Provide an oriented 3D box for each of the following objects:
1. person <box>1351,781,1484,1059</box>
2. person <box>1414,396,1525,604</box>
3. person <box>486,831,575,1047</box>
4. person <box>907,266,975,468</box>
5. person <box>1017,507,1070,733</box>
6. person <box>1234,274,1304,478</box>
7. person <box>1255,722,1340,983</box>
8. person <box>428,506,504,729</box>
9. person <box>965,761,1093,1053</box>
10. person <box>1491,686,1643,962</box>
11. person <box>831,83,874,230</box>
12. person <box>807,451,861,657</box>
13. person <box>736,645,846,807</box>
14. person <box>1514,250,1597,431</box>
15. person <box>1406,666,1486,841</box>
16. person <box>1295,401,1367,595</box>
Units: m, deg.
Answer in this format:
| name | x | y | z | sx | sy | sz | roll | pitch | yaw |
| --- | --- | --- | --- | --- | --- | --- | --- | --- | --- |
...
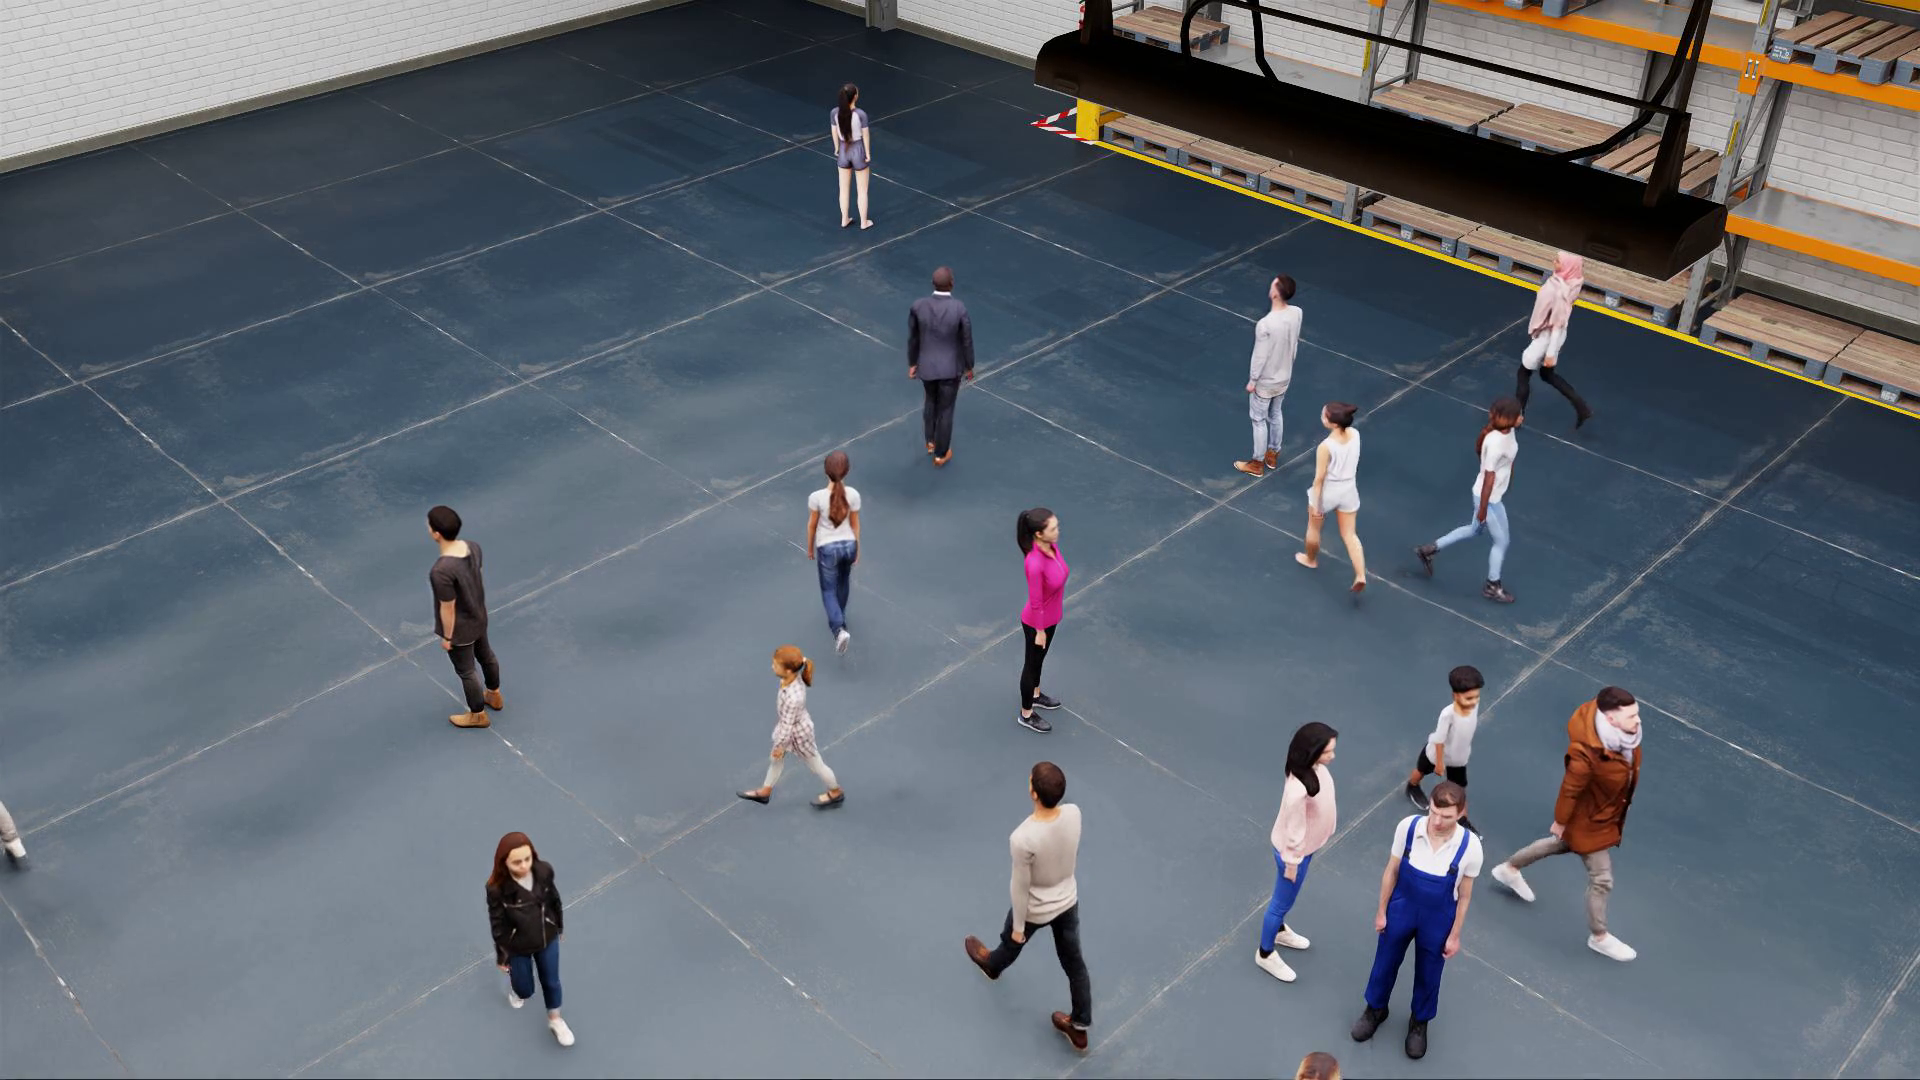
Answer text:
| name | x | y | z | sx | sy | sz | roll | pitch | yaw |
| --- | --- | --- | --- | --- | --- | --- | --- | --- | --- |
| person | 2.473 | 1.992 | 8.889 | 0.613 | 1.850 | 0.753 | 16 | 37 | 22 |
| person | 3.906 | -0.331 | 12.528 | 1.132 | 1.691 | 0.839 | 14 | 36 | 20 |
| person | -2.366 | 2.121 | 9.037 | 0.643 | 1.472 | 0.795 | -21 | 39 | -28 |
| person | -0.187 | -1.418 | 14.057 | 0.747 | 1.809 | 0.872 | 11 | 35 | 16 |
| person | 0.537 | 0.515 | 11.249 | 0.712 | 1.699 | 0.681 | 10 | 35 | 14 |
| person | 2.620 | -1.393 | 13.991 | 0.696 | 1.841 | 0.584 | -25 | 41 | -32 |
| person | 1.896 | 1.714 | 9.382 | 0.661 | 1.768 | 0.713 | 15 | 37 | 22 |
| person | -3.349 | 0.513 | 11.234 | 0.706 | 1.717 | 0.704 | 10 | 35 | 15 |
| person | 0.521 | 2.009 | 8.899 | 0.797 | 1.811 | 1.217 | -22 | 40 | -30 |
| person | 3.552 | 1.543 | 9.611 | 1.208 | 1.798 | 0.824 | 22 | 40 | 30 |
| person | -1.194 | -4.264 | 18.482 | 0.613 | 1.651 | 0.731 | 10 | 35 | 15 |
| person | -0.883 | 0.104 | 12.015 | 0.850 | 1.535 | 1.040 | -8 | 35 | -12 |
| person | -0.972 | 1.223 | 10.570 | 0.933 | 1.269 | 0.934 | -4 | 34 | -6 |
| person | 5.232 | -1.709 | 14.522 | 1.170 | 1.779 | 0.871 | 15 | 36 | 21 |
| person | 3.059 | 1.272 | 10.543 | 0.676 | 1.218 | 0.936 | -15 | 37 | -22 |
| person | 2.891 | -0.314 | 12.592 | 0.822 | 1.591 | 1.081 | -14 | 36 | -19 |
